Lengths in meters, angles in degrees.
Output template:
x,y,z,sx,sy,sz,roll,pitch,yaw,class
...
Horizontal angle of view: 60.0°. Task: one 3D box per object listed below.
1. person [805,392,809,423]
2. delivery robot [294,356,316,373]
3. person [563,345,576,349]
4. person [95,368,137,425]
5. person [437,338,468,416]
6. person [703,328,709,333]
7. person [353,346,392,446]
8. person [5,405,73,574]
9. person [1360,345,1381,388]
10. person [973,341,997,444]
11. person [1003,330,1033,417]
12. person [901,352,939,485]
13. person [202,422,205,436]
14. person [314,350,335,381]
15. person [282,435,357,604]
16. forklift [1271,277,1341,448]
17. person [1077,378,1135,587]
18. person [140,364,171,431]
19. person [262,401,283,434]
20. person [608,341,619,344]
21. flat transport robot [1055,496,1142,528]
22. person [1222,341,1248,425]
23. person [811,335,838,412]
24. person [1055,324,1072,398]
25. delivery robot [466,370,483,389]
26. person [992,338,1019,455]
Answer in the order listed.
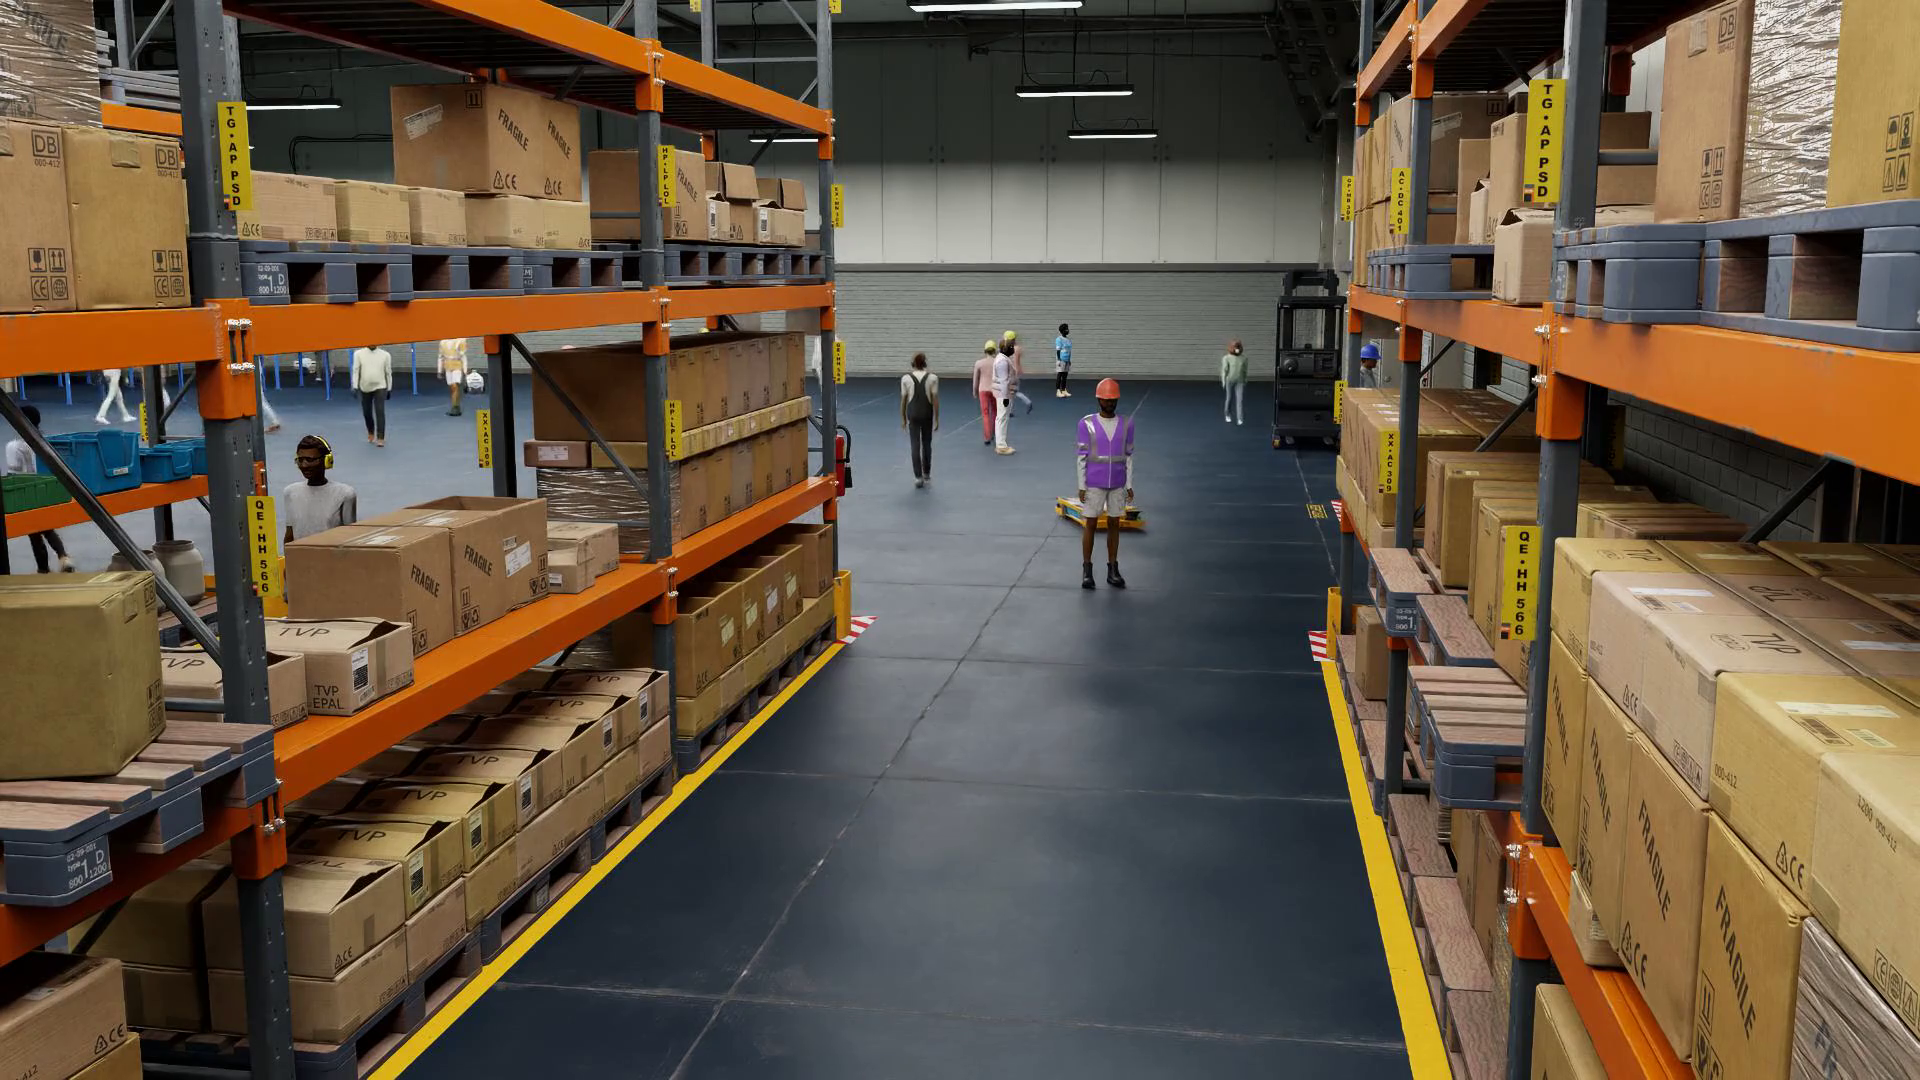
x,y,z,sx,sy,sz,roll,pitch,yaw,class
-2.482,-1.811,24.266,0.534,1.621,0.487,-6,11,-32,person
-18.287,-4.912,46.524,0.707,0.478,0.477,6,11,32,delivery robot
-5.142,-1.620,22.123,0.353,1.939,0.544,2,9,11,person
-16.262,-3.145,31.899,0.537,1.826,0.978,4,10,21,person
-10.228,-3.419,33.328,0.562,1.898,0.906,2,9,13,person
-5.372,-3.633,35.240,0.488,1.713,0.800,-2,9,-11,person
-9.874,-2.582,27.984,0.625,1.967,0.849,-2,10,-15,person
-8.557,-0.408,15.408,0.355,1.681,0.544,4,10,21,person
5.370,-1.617,22.075,0.406,1.946,0.608,6,11,31,person
0.492,-2.515,28.307,0.537,1.716,0.912,-1,9,-5,person
1.120,-3.320,33.226,0.591,1.732,0.568,-3,10,-18,person
-0.549,-1.677,22.872,0.516,1.800,0.953,0,9,0,person
-8.367,-0.965,19.105,0.858,1.589,0.542,9,13,43,person
-16.845,-5.136,43.942,0.584,1.901,0.867,-8,12,-39,person
-4.156,0.252,10.802,0.513,1.867,0.328,0,9,2,person
5.847,-3.016,27.970,1.129,2.768,1.873,1,9,9,forklift
1.361,-0.534,15.424,0.547,1.938,0.378,-2,9,-11,person
-14.520,-2.740,30.003,0.446,1.624,0.532,4,10,24,person
-12.644,-2.809,29.659,0.996,1.887,0.645,-7,12,-37,person
-5.142,-2.000,24.642,0.739,1.878,0.663,4,10,23,person
1.610,-0.339,19.484,0.652,0.197,1.431,-2,9,-11,flat transport robot
5.263,-3.026,31.880,0.513,1.593,0.868,-1,9,-5,person
-2.862,-3.598,34.485,0.609,1.885,0.672,-8,12,-41,person
2.404,-4.157,38.502,0.315,1.700,0.541,6,11,34,person
-11.615,-3.822,39.799,0.477,0.478,0.707,-3,10,-20,delivery robot
0.731,-2.308,26.667,0.429,1.841,0.634,0,9,-2,person
